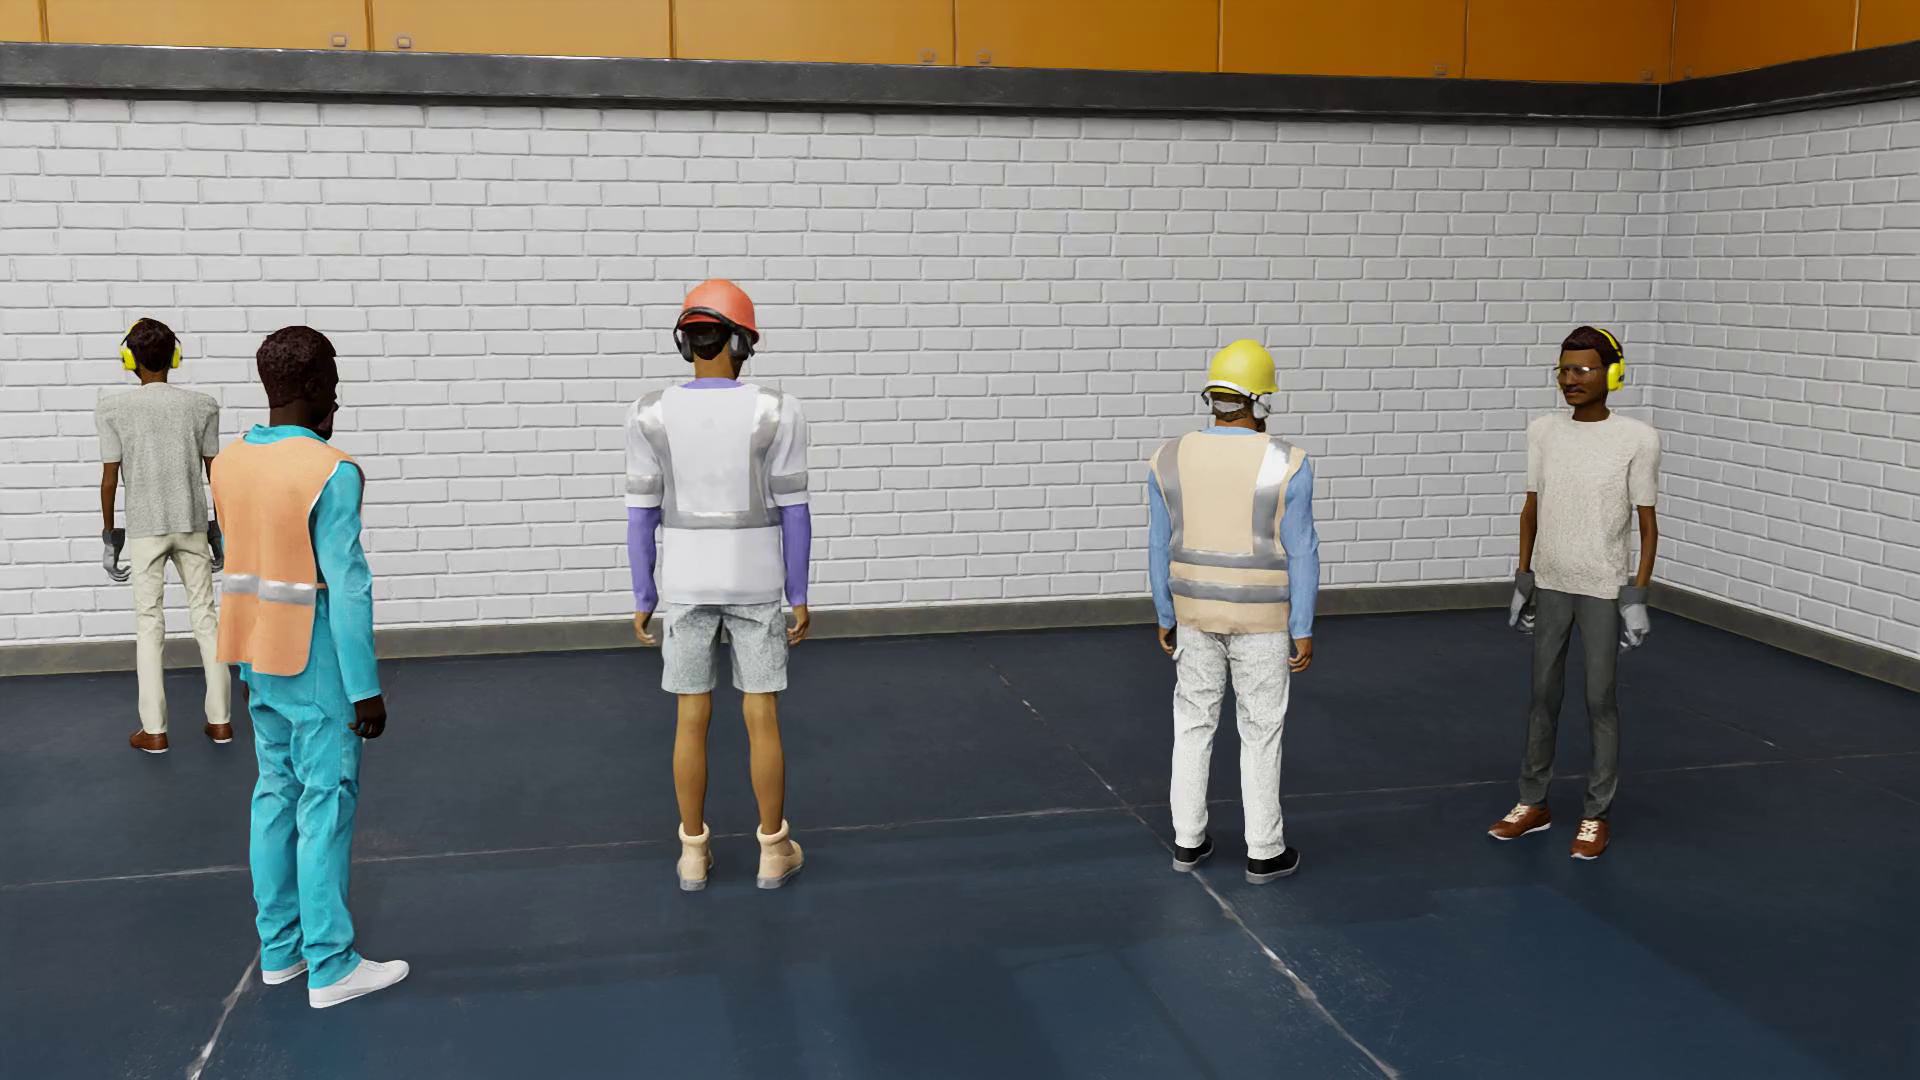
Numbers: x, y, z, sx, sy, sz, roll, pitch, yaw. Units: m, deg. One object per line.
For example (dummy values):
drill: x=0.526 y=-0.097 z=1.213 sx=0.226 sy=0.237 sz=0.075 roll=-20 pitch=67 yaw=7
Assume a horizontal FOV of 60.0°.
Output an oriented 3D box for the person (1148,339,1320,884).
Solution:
person: x=0.929 y=0.244 z=5.623 sx=0.591 sy=1.833 sz=0.403 roll=5 pitch=11 yaw=29

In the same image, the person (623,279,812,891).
person: x=-0.792 y=0.157 z=5.545 sx=0.607 sy=2.033 sz=0.403 roll=0 pitch=9 yaw=2

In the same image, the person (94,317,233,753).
person: x=-3.419 y=-0.019 z=7.160 sx=0.508 sy=1.861 sz=0.328 roll=-7 pitch=11 yaw=-35

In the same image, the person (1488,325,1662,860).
person: x=2.184 y=0.187 z=5.867 sx=0.334 sy=1.868 sz=0.517 roll=-9 pitch=13 yaw=-43

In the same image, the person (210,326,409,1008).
person: x=-1.862 y=0.359 z=4.694 sx=0.587 sy=1.911 sz=0.397 roll=6 pitch=11 yaw=34
